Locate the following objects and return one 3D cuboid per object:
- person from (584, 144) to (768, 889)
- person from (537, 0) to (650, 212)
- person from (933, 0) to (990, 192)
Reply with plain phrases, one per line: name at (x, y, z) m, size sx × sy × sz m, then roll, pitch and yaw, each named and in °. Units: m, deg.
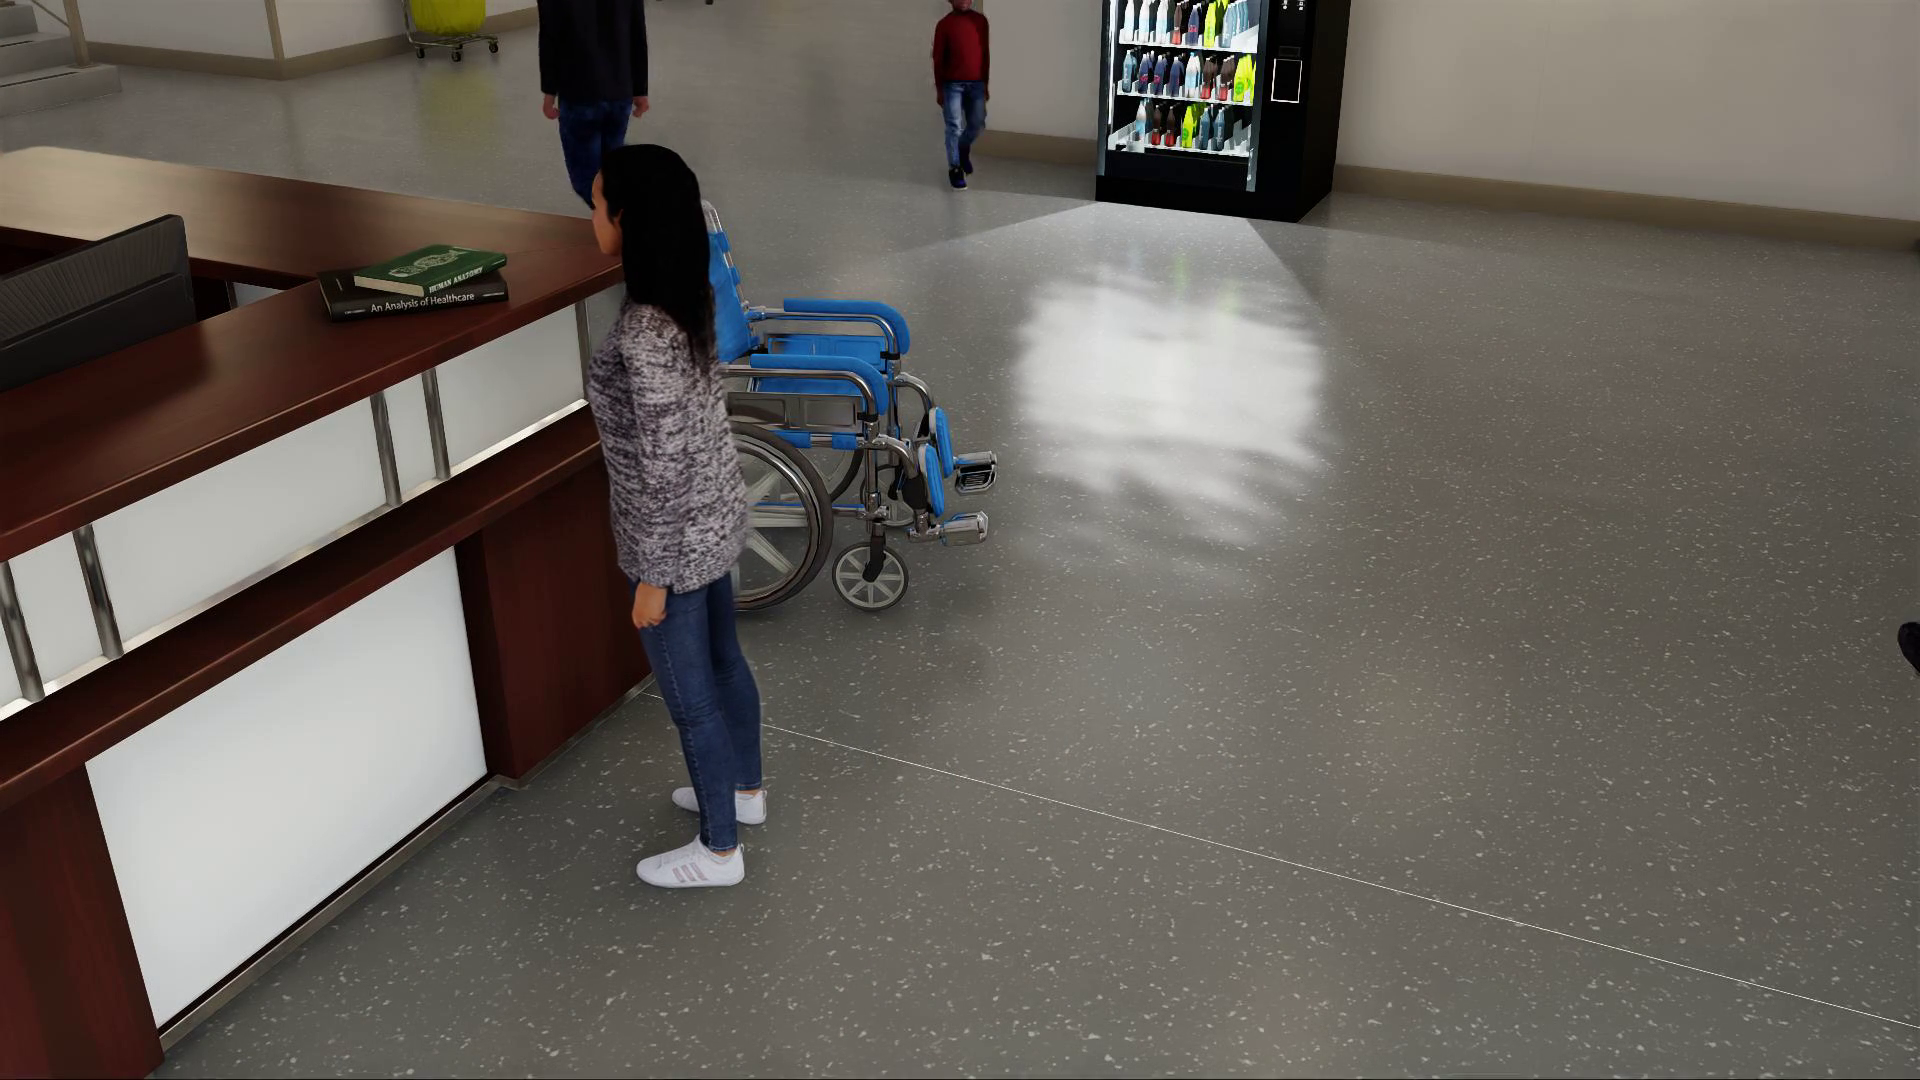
person at (-0.623, -0.019, 3.728) m, size 0.623 × 1.731 × 0.676 m, roll 4°, pitch 26°, yaw 7°
person at (-1.684, -2.073, 7.832) m, size 0.960 × 1.866 × 1.150 m, roll -19°, pitch 32°, yaw -34°
person at (-0.007, -2.749, 9.948) m, size 0.680 × 1.245 × 0.743 m, roll -10°, pitch 28°, yaw -20°
